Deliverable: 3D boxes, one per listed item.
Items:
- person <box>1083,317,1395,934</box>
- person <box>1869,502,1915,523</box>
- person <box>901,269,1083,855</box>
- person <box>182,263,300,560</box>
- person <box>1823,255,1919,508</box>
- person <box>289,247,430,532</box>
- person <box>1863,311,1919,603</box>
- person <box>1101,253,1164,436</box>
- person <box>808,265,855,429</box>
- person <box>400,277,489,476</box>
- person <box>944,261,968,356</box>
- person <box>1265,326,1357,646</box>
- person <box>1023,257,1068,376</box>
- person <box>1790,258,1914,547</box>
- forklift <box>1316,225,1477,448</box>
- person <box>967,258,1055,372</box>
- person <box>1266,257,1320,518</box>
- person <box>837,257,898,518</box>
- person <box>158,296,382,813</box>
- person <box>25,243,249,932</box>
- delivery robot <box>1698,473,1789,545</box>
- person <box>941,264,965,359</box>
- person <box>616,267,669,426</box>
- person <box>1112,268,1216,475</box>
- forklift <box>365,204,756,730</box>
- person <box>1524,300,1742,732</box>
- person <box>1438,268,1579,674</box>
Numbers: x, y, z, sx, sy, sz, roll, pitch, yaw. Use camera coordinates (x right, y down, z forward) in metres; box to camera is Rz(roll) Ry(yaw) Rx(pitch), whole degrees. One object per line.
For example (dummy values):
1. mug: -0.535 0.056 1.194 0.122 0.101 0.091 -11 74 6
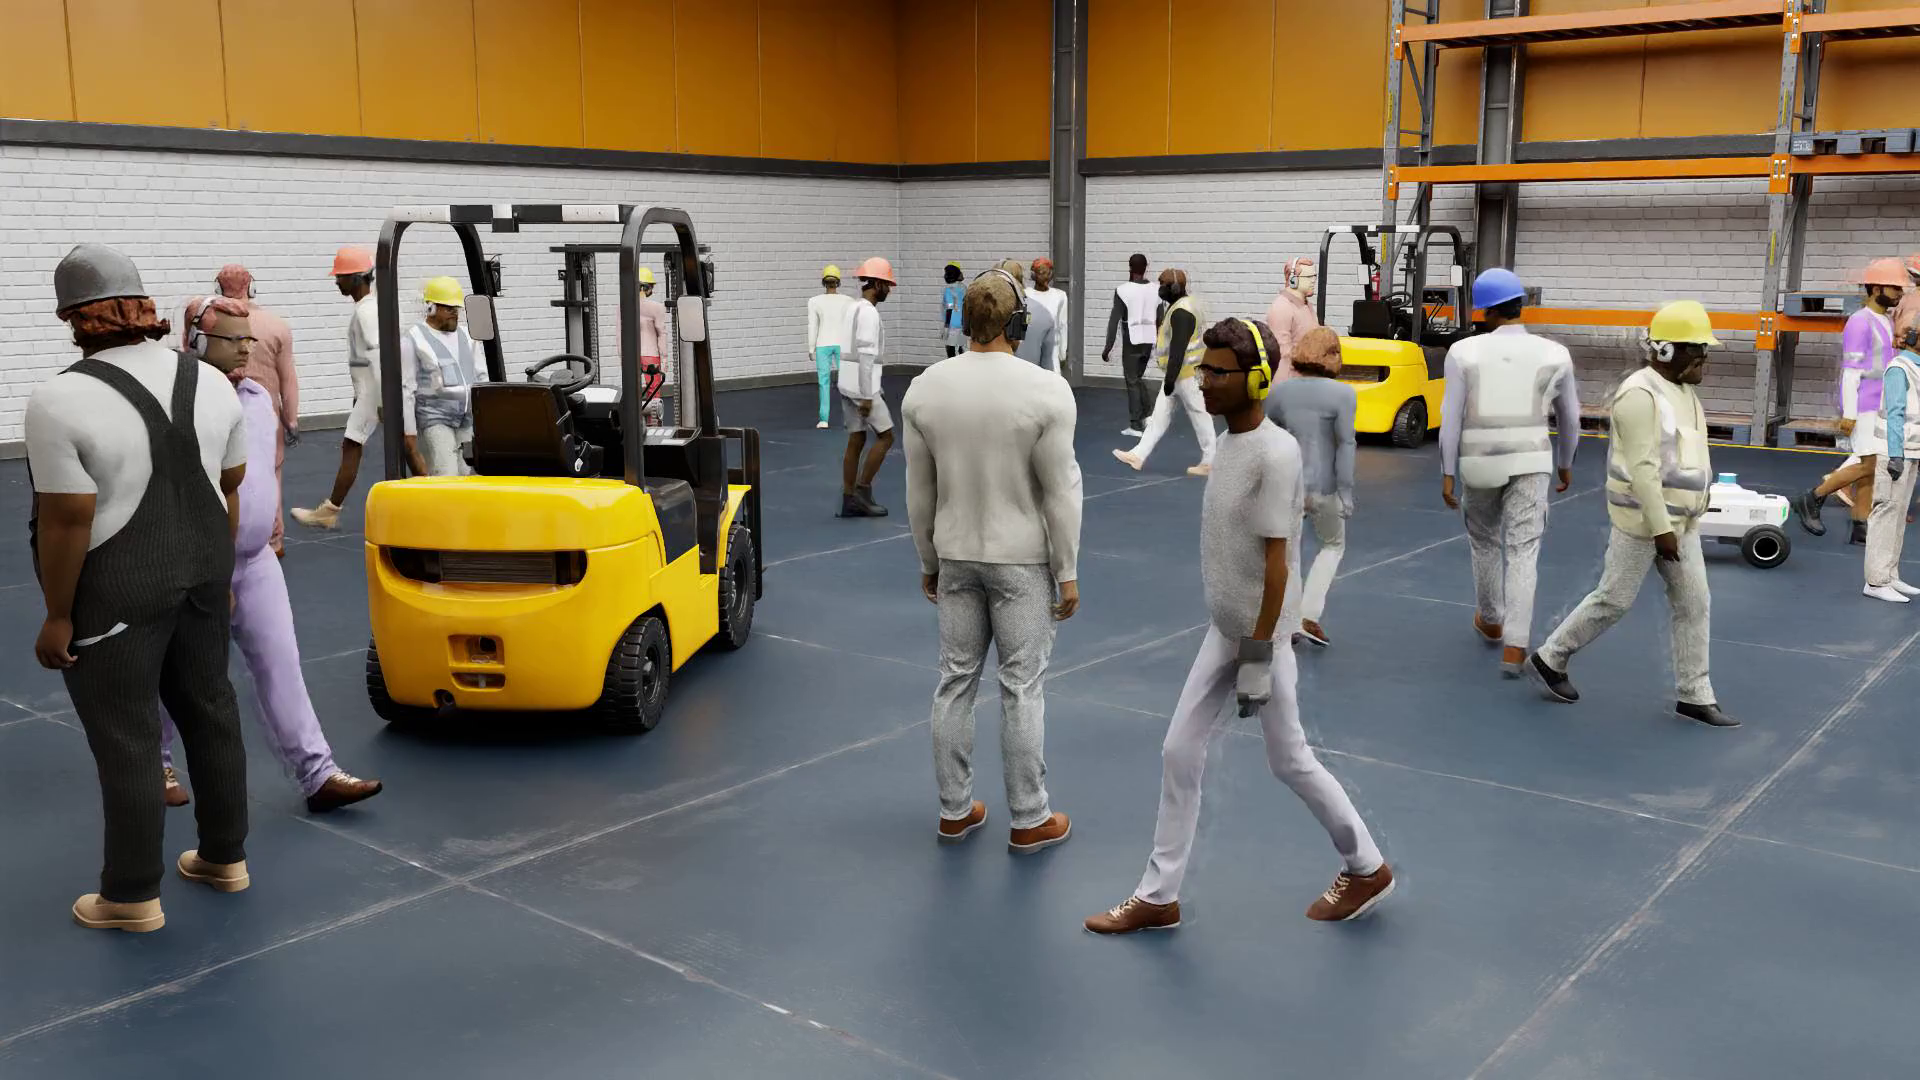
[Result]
1. person: 0.878 0.267 4.833 0.949 1.830 0.526 -3 11 -16
2. person: 7.023 -0.998 11.825 0.922 1.821 0.548 3 11 14
3. person: 0.114 0.081 5.531 0.632 1.940 0.372 5 11 26
4. person: -4.468 -0.770 10.375 0.666 1.902 0.572 -3 11 -16
5. person: 7.058 -1.172 12.418 0.903 1.969 0.621 3 11 14
6. person: -4.162 -1.043 11.647 1.065 1.983 0.649 -2 10 -11
7. person: 5.348 -0.474 9.446 0.307 1.637 0.511 9 13 40
8. person: 1.828 -2.024 17.332 0.616 1.900 0.467 -7 12 -34
9. person: -1.382 -2.077 17.968 0.528 1.767 0.329 -2 10 -11
10. person: -3.231 -0.761 10.573 0.578 1.801 0.615 6 12 30
11. person: -0.078 -2.999 23.139 0.324 1.742 0.492 7 12 34
12. person: 1.710 -0.245 8.219 0.545 1.609 0.384 8 13 38
13. person: 0.767 -1.801 16.142 0.578 1.873 0.479 -3 11 -16
14. person: 5.963 -0.900 11.012 0.547 1.920 0.559 -10 14 -44
15. forklift: 4.449 -2.115 16.993 1.214 2.155 2.313 8 13 38
16. person: 0.368 -0.975 11.461 0.639 1.911 0.656 -8 13 -36
17. person: 2.491 -1.128 12.320 0.407 1.908 0.641 5 11 25
18. person: -0.679 -1.103 12.191 0.519 1.901 0.574 -4 11 -21
19. person: -2.603 0.071 5.865 1.049 1.837 0.673 4 11 23
20. person: -2.487 0.132 4.968 0.536 2.000 0.672 5 11 25
21. delivery robot: 4.855 -0.182 10.563 0.707 0.478 0.477 4 11 20
22. person: -0.094 -2.960 23.045 0.317 1.700 0.585 4 11 23
23. person: -3.126 -1.799 16.437 0.530 1.765 0.325 3 11 14
24. person: 1.831 -1.442 14.401 0.980 1.786 0.645 0 10 2
25. forklift: -1.766 -0.406 7.525 1.214 2.155 2.313 1 10 7
26. person: 2.886 -0.121 7.074 0.567 1.803 0.878 -9 13 -40
27. person: 2.629 -0.342 8.005 0.638 1.888 0.918 3 11 17
